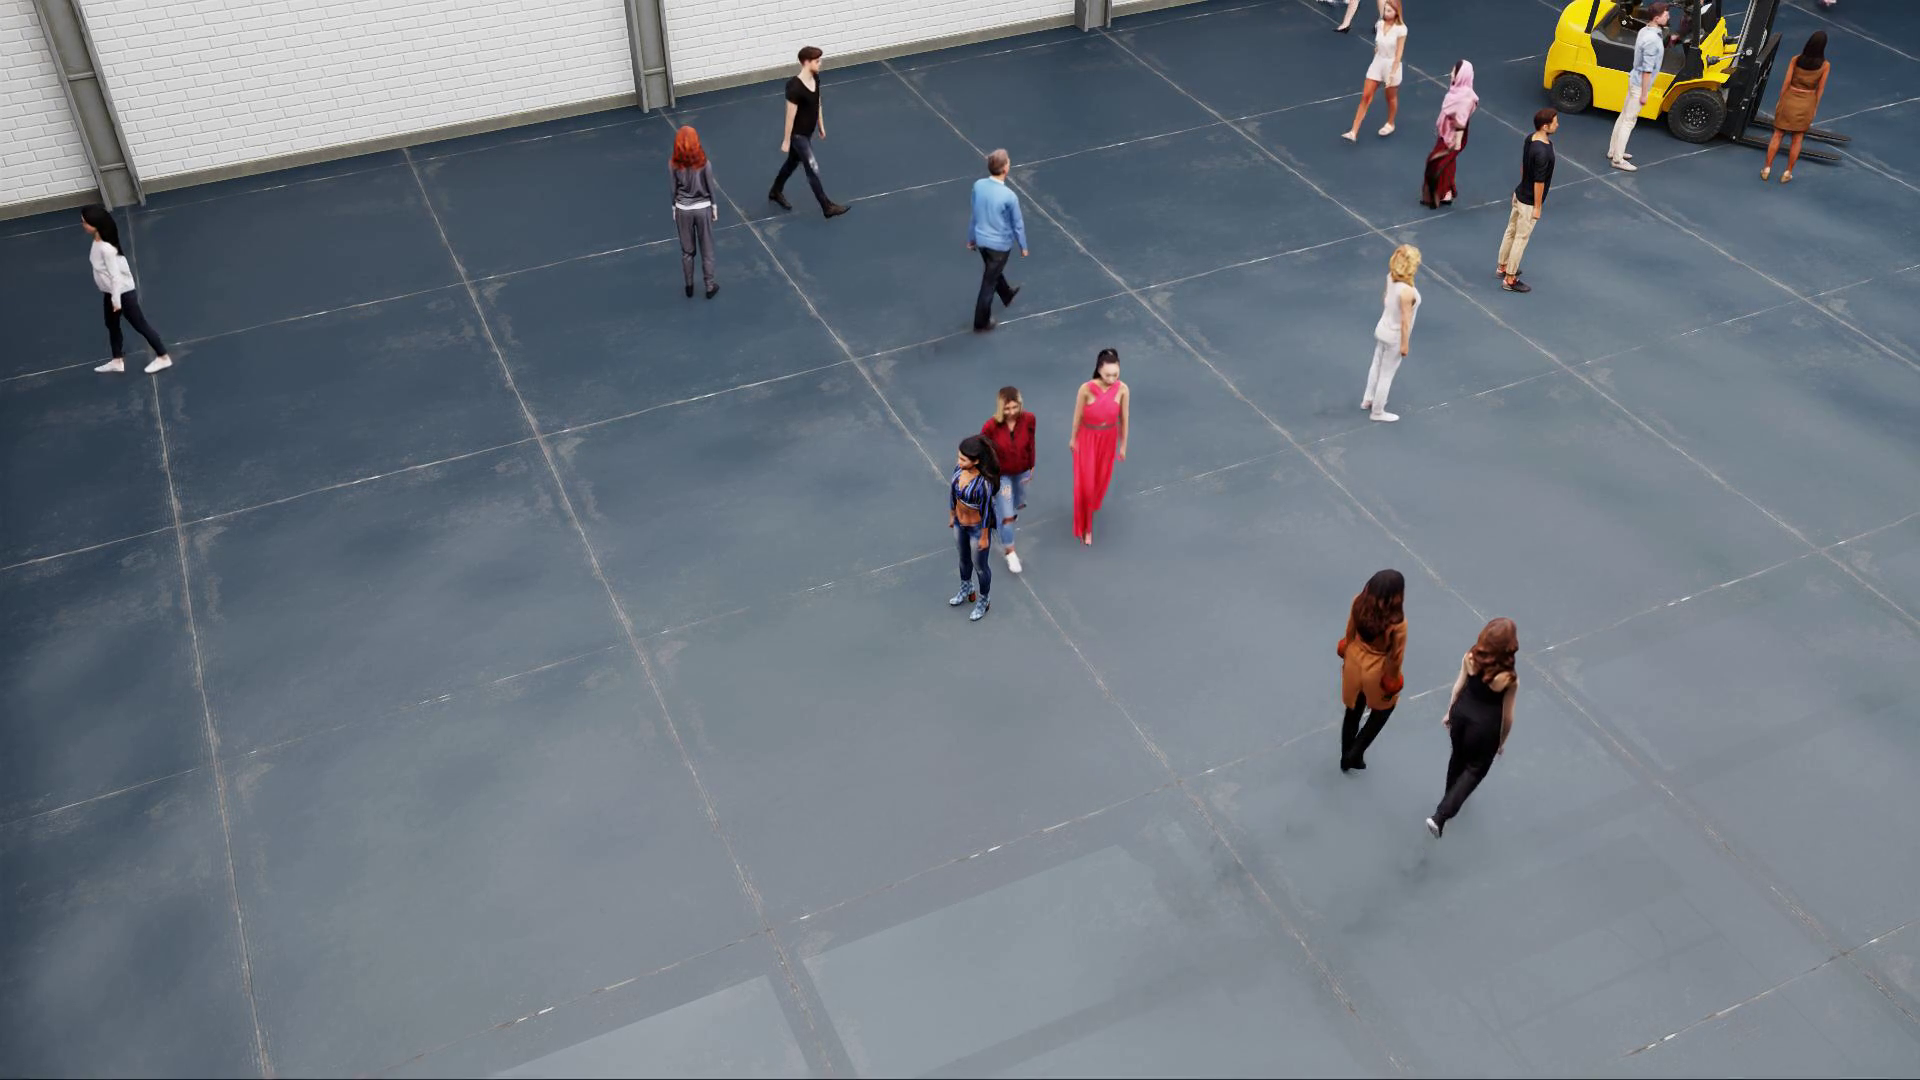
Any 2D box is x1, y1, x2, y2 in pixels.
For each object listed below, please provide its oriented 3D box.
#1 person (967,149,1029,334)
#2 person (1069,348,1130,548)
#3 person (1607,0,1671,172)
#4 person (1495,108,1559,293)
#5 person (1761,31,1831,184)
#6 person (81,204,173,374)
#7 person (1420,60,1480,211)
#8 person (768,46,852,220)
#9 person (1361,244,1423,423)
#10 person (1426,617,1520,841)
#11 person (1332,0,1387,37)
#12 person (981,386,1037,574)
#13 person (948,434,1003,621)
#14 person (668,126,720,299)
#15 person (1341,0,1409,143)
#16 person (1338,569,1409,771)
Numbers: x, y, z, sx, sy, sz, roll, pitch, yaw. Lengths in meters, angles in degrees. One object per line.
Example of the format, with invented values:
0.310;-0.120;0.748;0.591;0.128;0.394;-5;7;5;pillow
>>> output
0.259;-2.755;15.570;0.964;1.780;1.165;28;46;30;person
1.074;-0.818;13.209;0.835;1.700;0.788;-5;39;-6;person
7.501;-5.034;18.370;0.760;1.847;0.733;8;39;9;person
5.545;-3.338;16.236;0.672;1.860;0.702;0;39;0;person
9.101;-4.710;18.090;0.637;1.689;0.671;20;43;23;person
-7.509;-2.274;15.044;0.915;1.684;0.750;-25;45;-28;person
5.278;-4.279;17.603;0.813;1.624;0.774;1;39;2;person
-1.762;-4.266;17.403;1.304;1.854;1.235;16;41;19;person
3.759;-1.813;14.479;0.623;1.669;0.654;-7;39;-8;person
3.243;1.229;10.622;0.811;1.730;1.021;30;47;32;person
5.346;-7.292;21.398;1.044;1.596;0.672;-18;42;-21;person
0.341;-0.551;12.948;0.906;1.609;0.669;-16;41;-19;person
0.092;-0.103;12.380;0.635;1.618;0.671;-28;46;-30;person
-2.568;-3.153;16.069;0.594;1.780;0.716;-1;39;-1;person
4.900;-5.339;18.913;0.850;1.647;1.181;32;48;33;person
2.659;0.922;11.021;0.812;1.710;0.816;31;48;33;person
